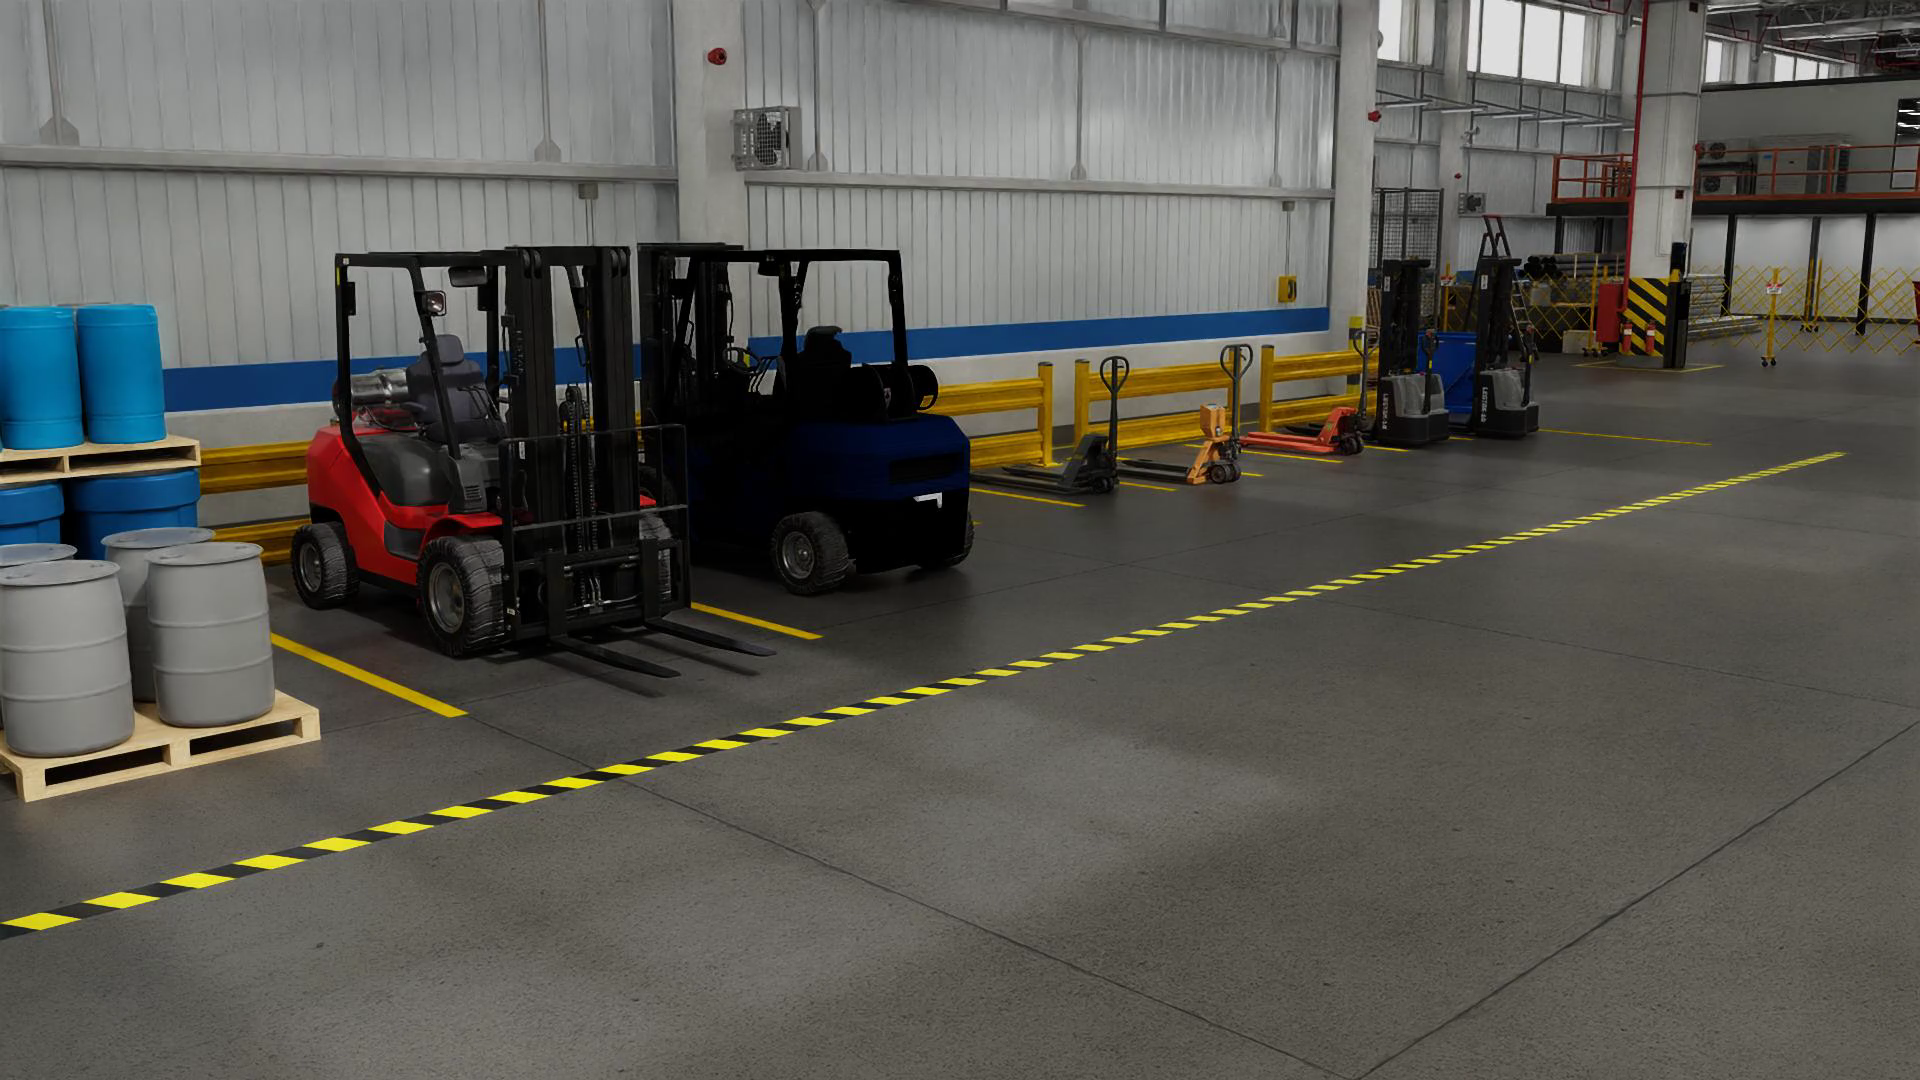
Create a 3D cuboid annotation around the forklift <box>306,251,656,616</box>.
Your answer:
[{"bbox_3d":[-2.833,-0.669,9.694,1.157,1.987,2.680,-10,14,-44],"label":"forklift"}]

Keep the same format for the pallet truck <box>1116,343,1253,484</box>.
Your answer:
[{"bbox_3d":[1.962,-1.215,15.415,1.522,1.261,0.704,10,14,43],"label":"pallet truck"}]

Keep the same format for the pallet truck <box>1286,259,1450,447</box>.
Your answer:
[{"bbox_3d":[4.493,-2.078,18.196,0.823,1.965,1.885,-9,14,-40],"label":"pallet truck"}]

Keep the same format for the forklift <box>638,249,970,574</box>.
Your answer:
[{"bbox_3d":[-1.173,-0.958,11.239,2.680,1.987,1.157,10,14,43],"label":"forklift"}]

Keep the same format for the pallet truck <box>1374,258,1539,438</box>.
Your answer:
[{"bbox_3d":[5.704,-2.208,18.901,1.885,1.965,0.823,10,14,43],"label":"pallet truck"}]

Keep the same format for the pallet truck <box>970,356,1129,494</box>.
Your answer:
[{"bbox_3d":[0.784,-1.085,14.876,0.680,1.201,1.601,-10,14,-44],"label":"pallet truck"}]

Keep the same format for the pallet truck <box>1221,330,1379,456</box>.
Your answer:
[{"bbox_3d":[3.563,-1.581,17.381,0.653,1.274,1.630,-10,14,-44],"label":"pallet truck"}]
